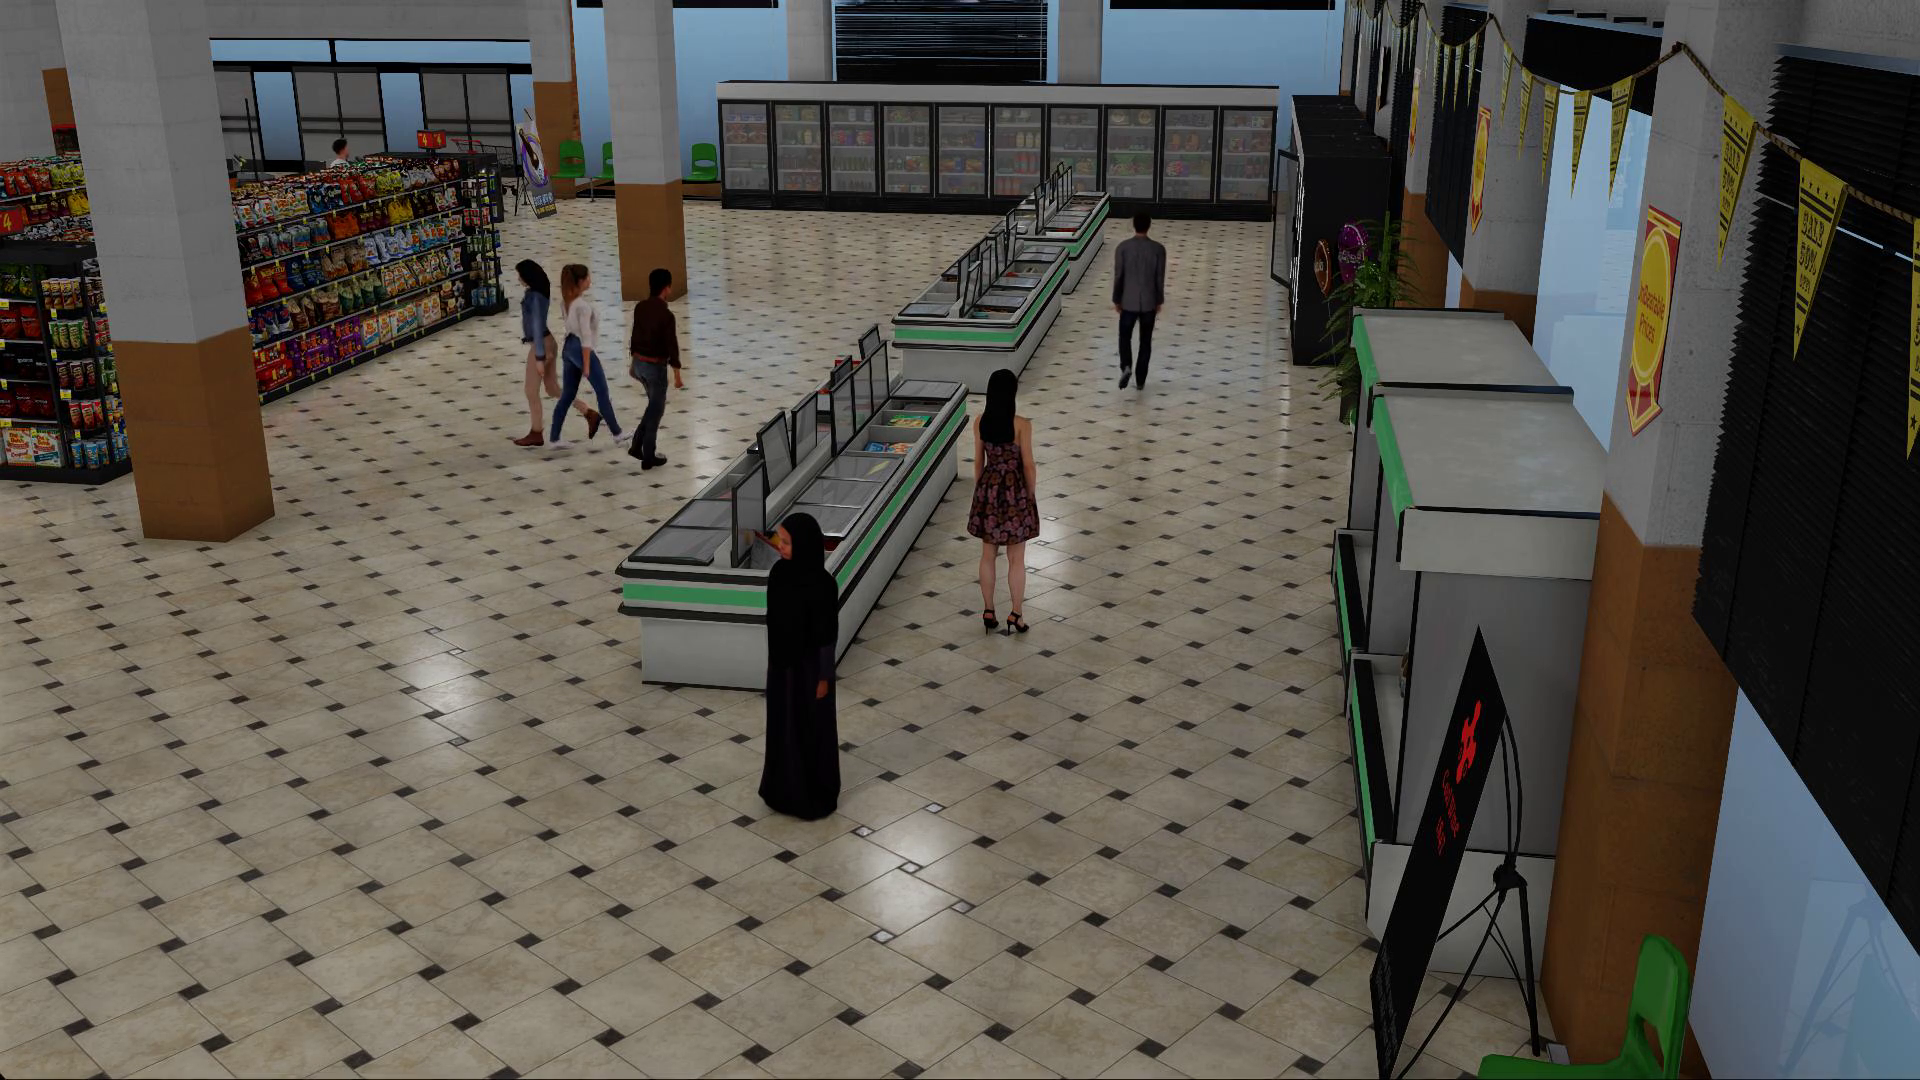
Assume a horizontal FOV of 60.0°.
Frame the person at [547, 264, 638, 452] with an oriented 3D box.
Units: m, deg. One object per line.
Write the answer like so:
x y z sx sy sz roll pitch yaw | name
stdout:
-3.483 -1.592 14.937 1.183 1.678 1.050 -17 25 -40 | person

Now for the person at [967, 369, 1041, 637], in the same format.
0.286 -0.242 10.782 0.726 1.774 0.741 8 20 22 | person

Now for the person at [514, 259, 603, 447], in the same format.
-3.688 -1.668 15.064 0.825 1.741 1.041 1 19 3 | person

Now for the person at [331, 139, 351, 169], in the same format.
-9.226 -5.087 25.031 0.755 1.851 0.763 16 25 40 | person

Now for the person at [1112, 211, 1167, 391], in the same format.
1.843 -2.419 17.117 0.737 1.853 0.957 1 19 4 | person

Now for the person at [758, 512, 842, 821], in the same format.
-0.803 0.623 8.470 0.708 1.614 0.741 16 24 39 | person

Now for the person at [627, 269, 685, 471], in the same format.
-2.720 -1.435 14.362 0.820 1.749 0.848 13 22 33 | person
